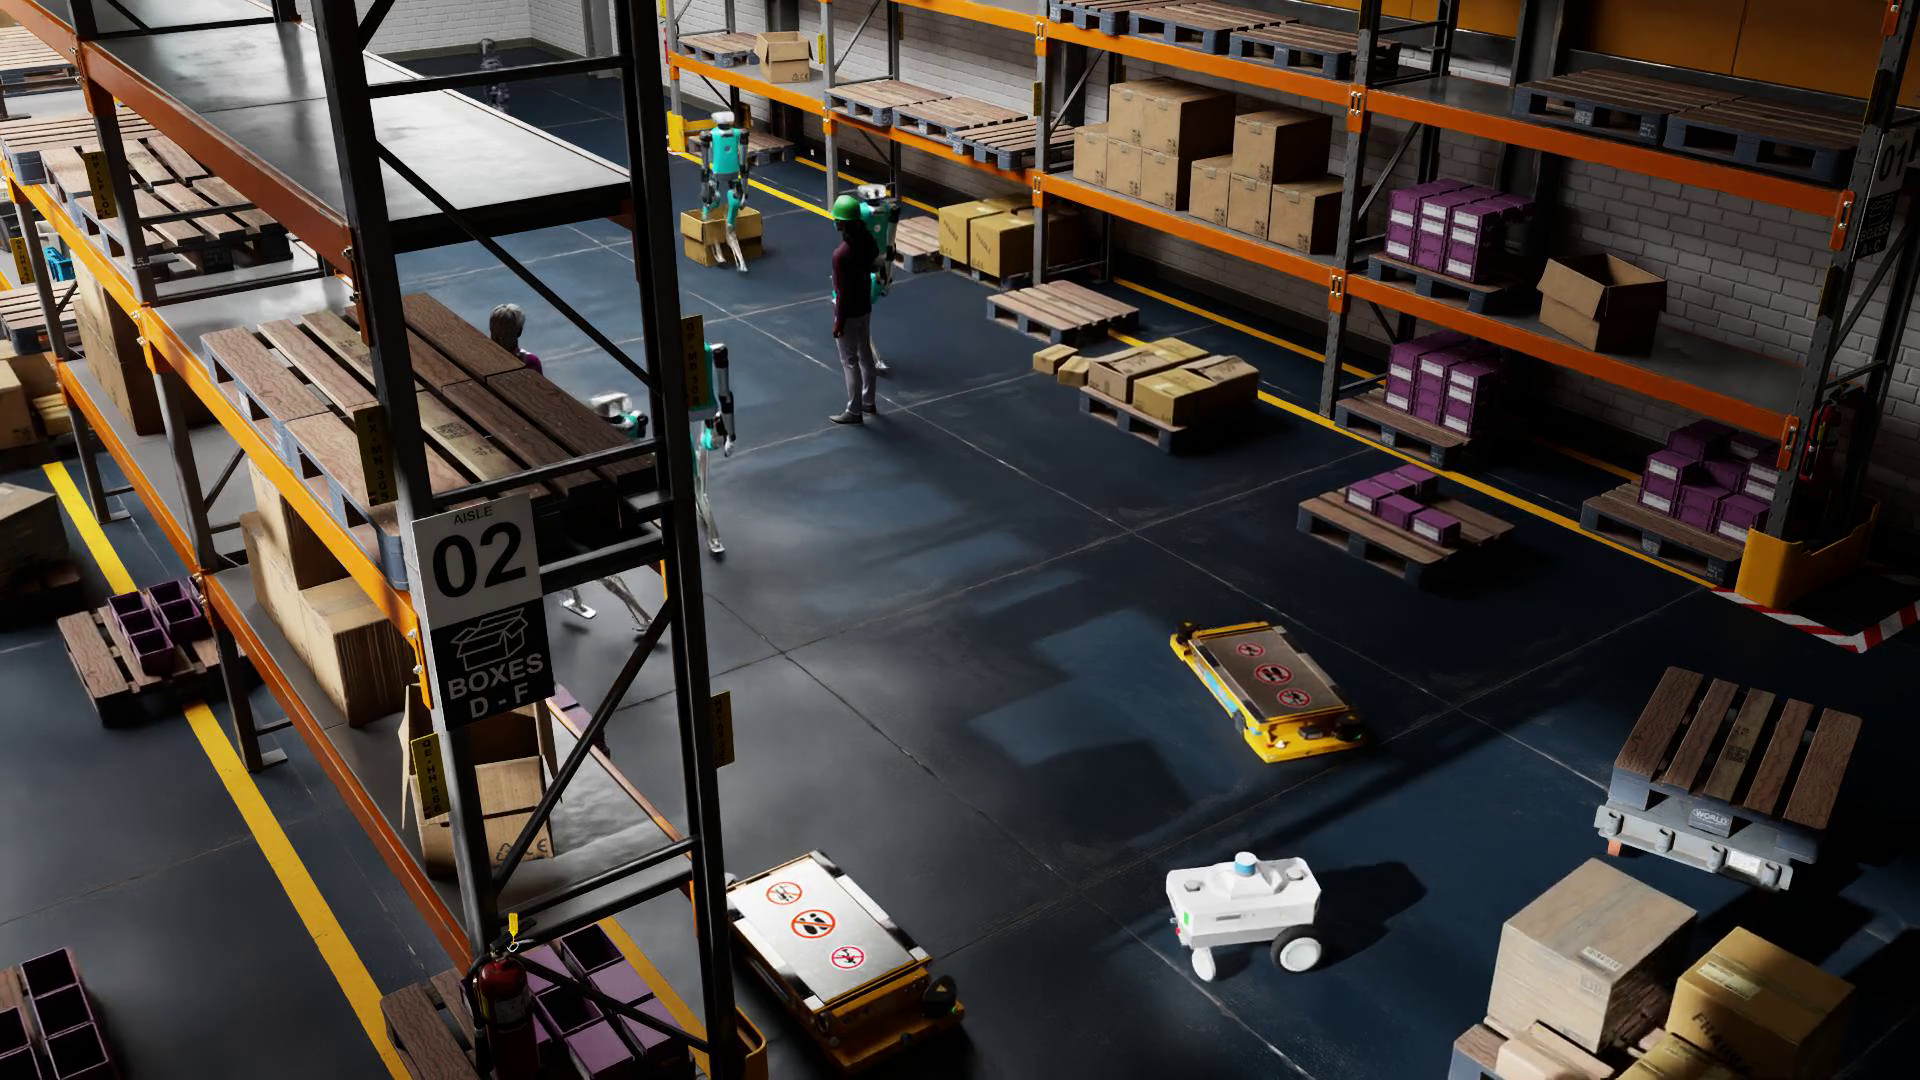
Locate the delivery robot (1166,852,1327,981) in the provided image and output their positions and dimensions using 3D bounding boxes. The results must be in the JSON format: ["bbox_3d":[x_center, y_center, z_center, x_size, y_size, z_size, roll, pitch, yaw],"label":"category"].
[{"bbox_3d":[1.401,1.795,8.100,0.767,0.596,0.523,-4,27,-8],"label":"delivery robot"}]

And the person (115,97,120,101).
[{"bbox_3d":[-10.446,-5.213,20.454,0.402,1.986,0.620,-12,29,-22],"label":"person"}]

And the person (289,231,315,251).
[{"bbox_3d":[-6.012,-2.447,15.343,0.288,1.628,0.499,1,27,2],"label":"person"}]

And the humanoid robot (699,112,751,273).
[{"bbox_3d":[-2.541,-3.705,17.725,0.545,1.767,0.920,-12,29,-23],"label":"humanoid robot"}]

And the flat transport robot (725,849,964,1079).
[{"bbox_3d":[-0.655,1.984,8.042,0.659,0.231,1.431,-18,32,-31],"label":"flat transport robot"}]

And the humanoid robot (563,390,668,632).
[{"bbox_3d":[-2.390,-0.175,10.744,1.014,1.756,0.532,15,30,28],"label":"humanoid robot"}]

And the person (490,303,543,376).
[{"bbox_3d":[-3.110,-0.785,11.790,0.523,1.846,0.319,6,27,13],"label":"person"}]

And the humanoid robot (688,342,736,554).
[{"bbox_3d":[-1.933,-0.808,12.013,0.551,1.762,1.039,-9,28,-17],"label":"humanoid robot"}]

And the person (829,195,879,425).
[{"bbox_3d":[-0.889,-1.913,13.923,0.423,1.949,0.501,13,30,24],"label":"person"}]

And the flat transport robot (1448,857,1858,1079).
[{"bbox_3d":[2.805,2.490,7.034,1.431,0.231,0.659,-21,34,-36],"label":"flat transport robot"}]

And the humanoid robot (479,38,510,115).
[{"bbox_3d":[-6.106,-5.748,21.850,0.325,1.643,0.590,-17,31,-30],"label":"humanoid robot"}]

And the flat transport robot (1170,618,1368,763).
[{"bbox_3d":[1.877,0.879,10.240,0.659,0.231,1.431,-8,28,-15],"label":"flat transport robot"}]

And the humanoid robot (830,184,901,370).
[{"bbox_3d":[-0.898,-2.398,15.121,0.566,1.759,0.916,-16,31,-28],"label":"humanoid robot"}]
